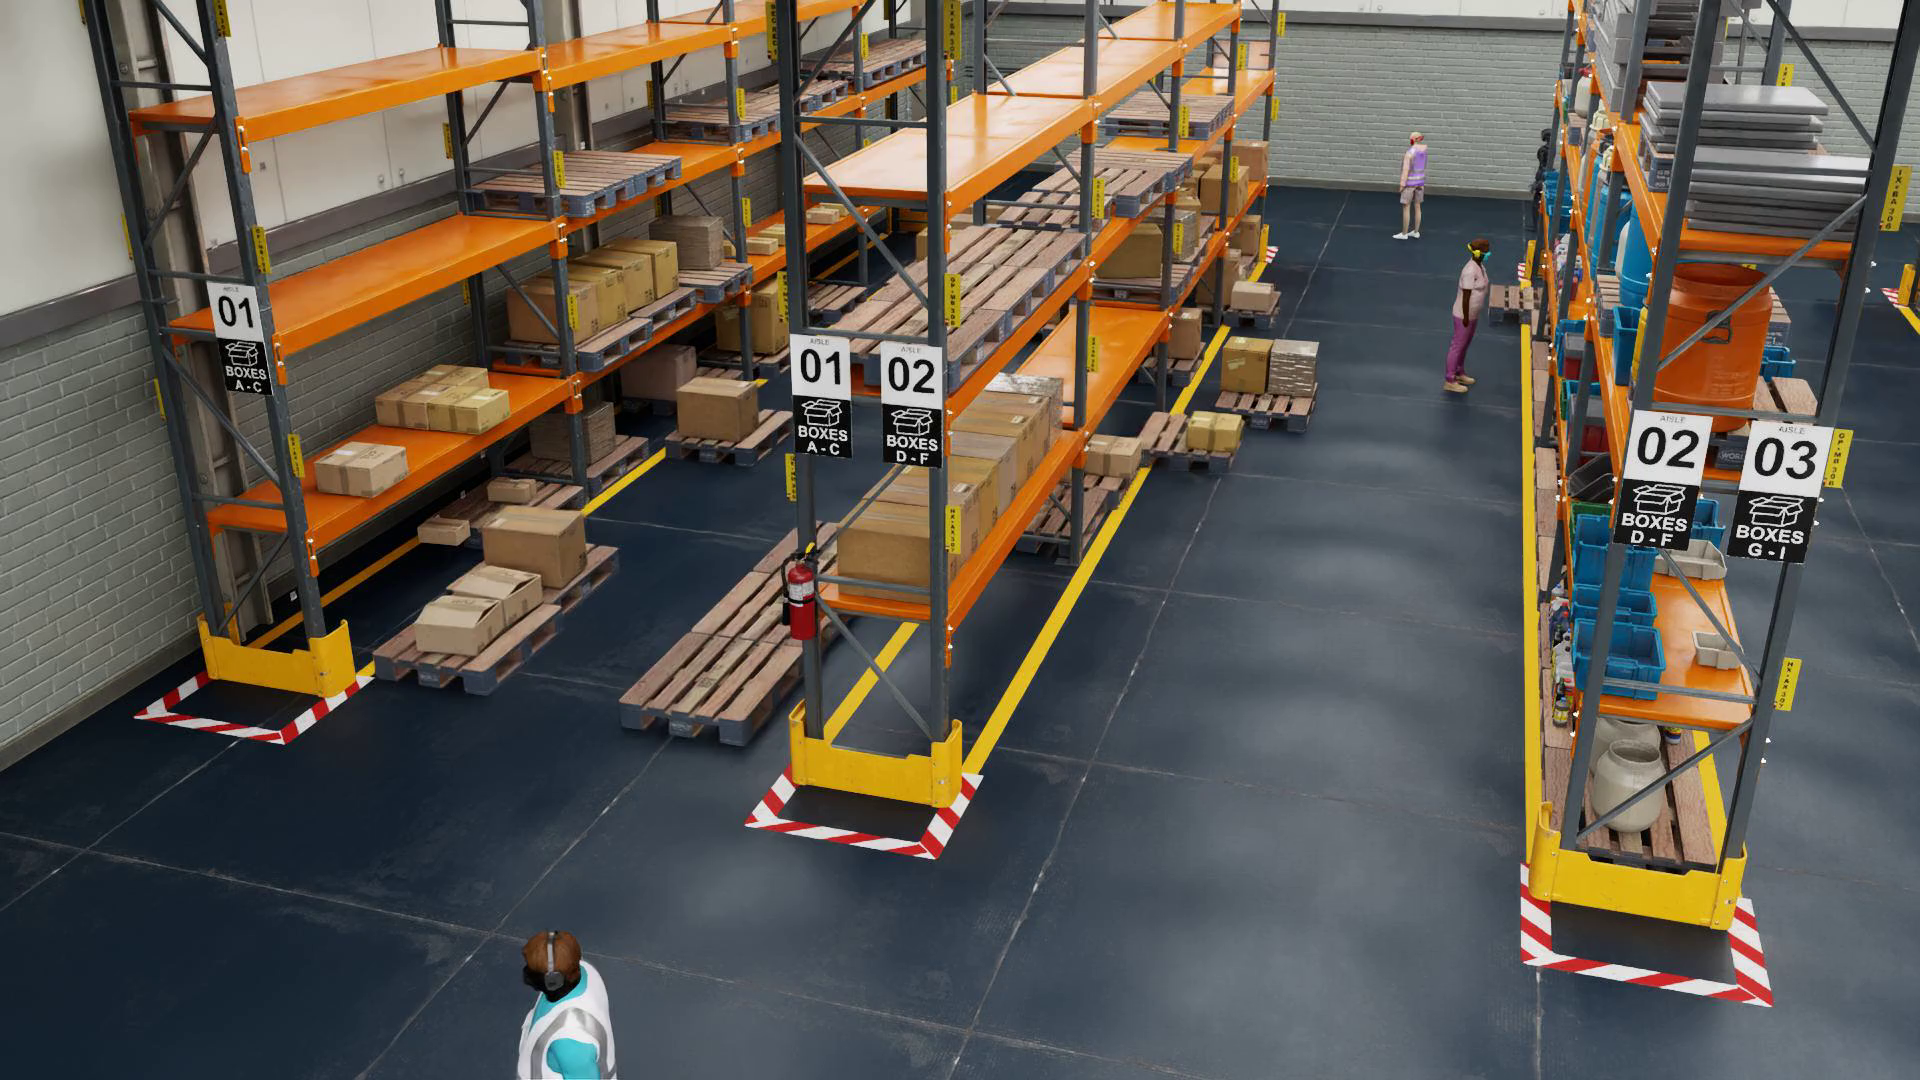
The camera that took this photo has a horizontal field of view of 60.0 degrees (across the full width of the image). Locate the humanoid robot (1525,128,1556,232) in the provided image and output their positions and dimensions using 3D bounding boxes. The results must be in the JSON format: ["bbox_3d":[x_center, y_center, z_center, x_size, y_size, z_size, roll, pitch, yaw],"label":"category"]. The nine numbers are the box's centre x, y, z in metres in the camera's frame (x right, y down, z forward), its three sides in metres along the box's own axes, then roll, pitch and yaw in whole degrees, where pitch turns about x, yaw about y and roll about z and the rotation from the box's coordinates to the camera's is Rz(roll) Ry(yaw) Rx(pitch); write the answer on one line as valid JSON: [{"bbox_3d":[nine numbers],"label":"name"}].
[{"bbox_3d":[9.368,-5.809,26.863,0.376,1.651,0.612,15,27,31],"label":"humanoid robot"}]

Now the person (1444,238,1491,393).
[{"bbox_3d":[5.917,-2.625,19.341,0.337,1.795,0.511,13,27,27],"label":"person"}]

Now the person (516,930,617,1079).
[{"bbox_3d":[-1.723,2.509,7.369,0.429,1.841,0.635,-5,24,-12],"label":"person"}]

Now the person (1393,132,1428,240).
[{"bbox_3d":[7.187,-5.623,26.421,0.491,1.688,0.347,-14,27,-30],"label":"person"}]
